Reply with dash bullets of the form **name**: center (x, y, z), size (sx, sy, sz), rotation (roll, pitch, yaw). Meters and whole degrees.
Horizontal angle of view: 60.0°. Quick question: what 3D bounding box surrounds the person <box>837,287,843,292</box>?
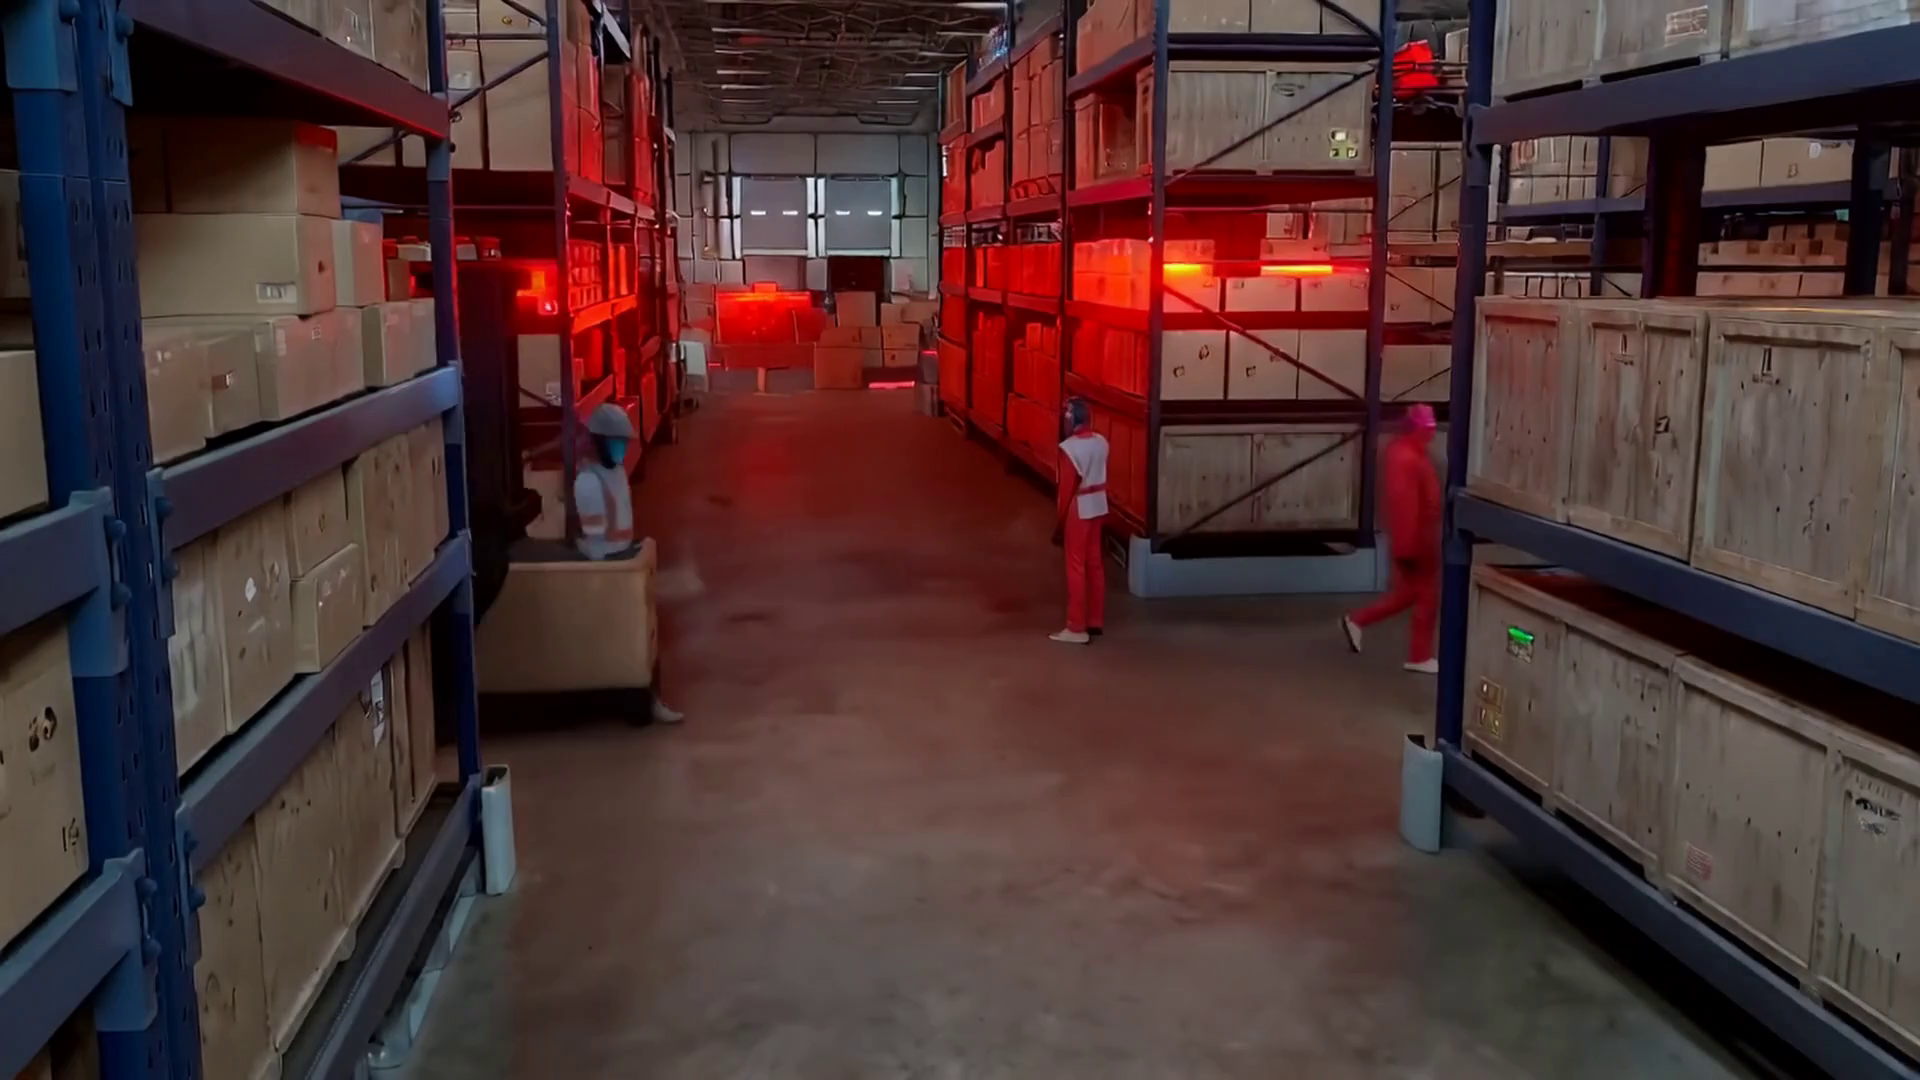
- **person**: center (-4.584, -8.848, 63.687), size (0.307, 1.640, 0.518), rotation (2, 10, 13)

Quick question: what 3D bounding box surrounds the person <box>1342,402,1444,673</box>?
- **person**: center (3.079, -0.018, 11.543), size (0.671, 1.891, 0.657), rotation (2, 10, 11)

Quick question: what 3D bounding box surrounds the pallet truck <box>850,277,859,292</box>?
- **pallet truck**: center (-3.782, -9.391, 65.808), size (1.885, 1.965, 0.823), rotation (2, 10, 10)

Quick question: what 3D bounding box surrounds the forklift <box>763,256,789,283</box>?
- **forklift**: center (-6.697, -8.975, 60.817), size (1.129, 2.768, 1.873), rotation (-7, 12, -34)

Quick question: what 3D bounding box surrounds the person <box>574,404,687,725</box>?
- **person**: center (-2.227, 0.166, 10.161), size (0.983, 2.012, 0.621), rotation (1, 10, 8)

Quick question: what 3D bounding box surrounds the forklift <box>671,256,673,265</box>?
- **forklift**: center (-10.987, -9.066, 61.344), size (1.129, 2.768, 1.873), rotation (-1, 10, -7)

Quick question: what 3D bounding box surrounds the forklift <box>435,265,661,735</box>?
- **forklift**: center (-2.840, -0.272, 10.149), size (1.873, 2.768, 1.129), rotation (-1, 10, -7)

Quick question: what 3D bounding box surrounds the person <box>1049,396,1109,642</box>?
- **person**: center (0.909, -0.154, 12.467), size (0.388, 1.847, 0.563), rotation (8, 12, 38)
